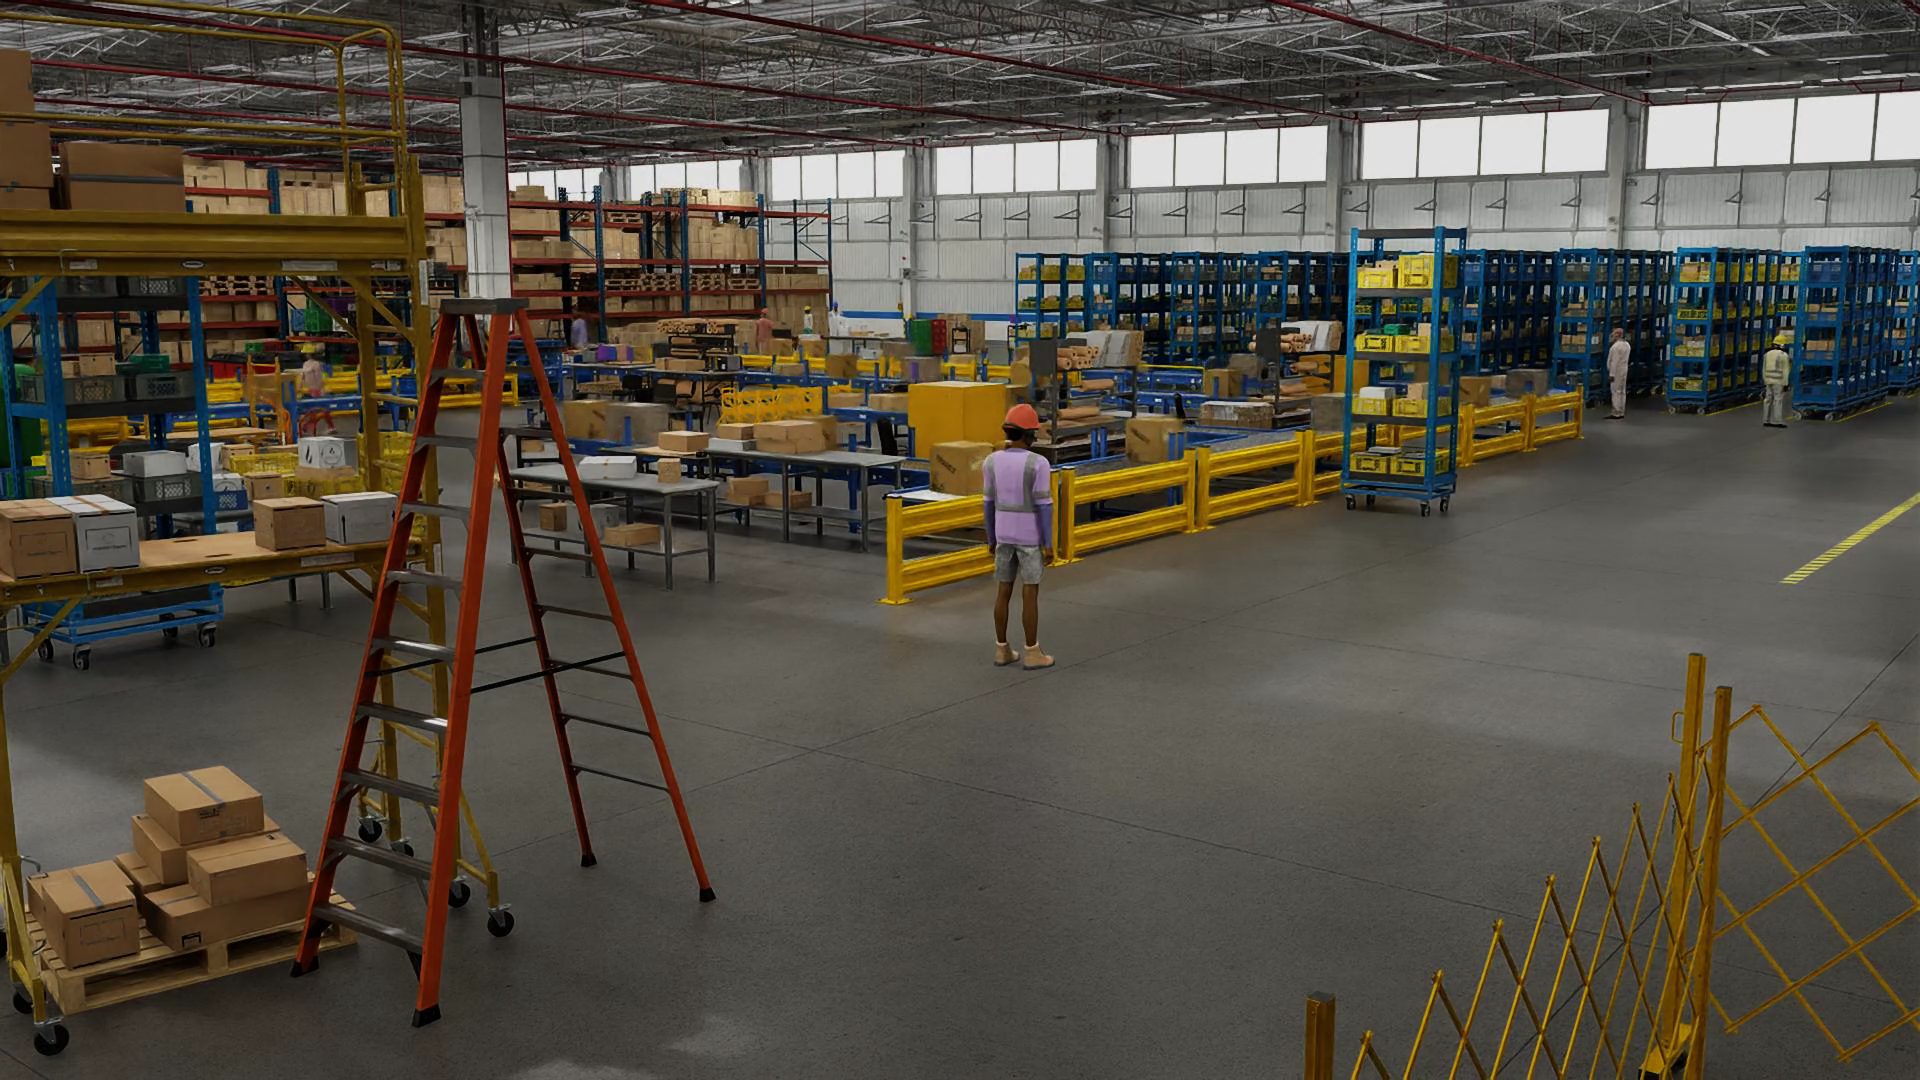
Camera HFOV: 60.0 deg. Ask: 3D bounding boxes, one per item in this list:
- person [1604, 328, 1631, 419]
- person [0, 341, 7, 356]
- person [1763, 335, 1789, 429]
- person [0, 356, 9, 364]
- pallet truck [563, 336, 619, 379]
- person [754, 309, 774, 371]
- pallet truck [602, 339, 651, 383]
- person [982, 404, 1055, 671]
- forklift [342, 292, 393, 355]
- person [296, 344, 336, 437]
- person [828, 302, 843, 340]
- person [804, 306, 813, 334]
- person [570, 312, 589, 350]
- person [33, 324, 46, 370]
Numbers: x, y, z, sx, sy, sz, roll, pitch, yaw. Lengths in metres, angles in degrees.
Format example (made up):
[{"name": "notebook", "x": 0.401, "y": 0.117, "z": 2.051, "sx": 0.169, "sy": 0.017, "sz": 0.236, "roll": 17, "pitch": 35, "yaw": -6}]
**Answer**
[{"name": "person", "x": 13.704, "y": -3.467, "z": 34.706, "sx": 0.404, "sy": 1.908, "sz": 0.636, "roll": 9, "pitch": 13, "yaw": 43}, {"name": "person", "x": -23.438, "y": -4.349, "z": 40.289, "sx": 0.646, "sy": 1.878, "sz": 0.802, "roll": -9, "pitch": 12, "yaw": -43}, {"name": "person", "x": 16.038, "y": -3.103, "z": 32.653, "sx": 0.404, "sy": 1.835, "sz": 0.587, "roll": -3, "pitch": 10, "yaw": -17}, {"name": "person", "x": -16.120, "y": -2.311, "z": 28.255, "sx": 0.538, "sy": 1.655, "sz": 0.882, "roll": 9, "pitch": 13, "yaw": 44}, {"name": "pallet truck", "x": -10.690, "y": -5.294, "z": 48.215, "sx": 1.601, "sy": 1.201, "sz": 0.680, "roll": -5, "pitch": 10, "yaw": -26}, {"name": "person", "x": -6.143, "y": -6.288, "z": 52.215, "sx": 0.617, "sy": 1.953, "sz": 1.043, "roll": -1, "pitch": 9, "yaw": -5}, {"name": "pallet truck", "x": -8.991, "y": -4.871, "z": 45.351, "sx": 0.653, "sy": 1.274, "sz": 1.630, "roll": 7, "pitch": 11, "yaw": 37}, {"name": "person", "x": 0.466, "y": -0.023, "z": 12.776, "sx": 0.605, "sy": 2.045, "sz": 0.377, "roll": 6, "pitch": 11, "yaw": 35}, {"name": "forklift", "x": -16.485, "y": -5.622, "z": 45.120, "sx": 1.129, "sy": 2.768, "sz": 1.873, "roll": 7, "pitch": 11, "yaw": 37}, {"name": "person", "x": -12.110, "y": -2.802, "z": 31.130, "sx": 0.895, "sy": 1.723, "sz": 0.531, "roll": -9, "pitch": 12, "yaw": -43}, {"name": "person", "x": -4.761, "y": -8.116, "z": 63.583, "sx": 0.602, "sy": 1.949, "sz": 0.390, "roll": -2, "pitch": 9, "yaw": -15}, {"name": "person", "x": -6.012, "y": -8.376, "z": 65.776, "sx": 0.312, "sy": 1.768, "sz": 0.522, "roll": -7, "pitch": 12, "yaw": -39}, {"name": "person", "x": -11.626, "y": -6.010, "z": 50.623, "sx": 0.547, "sy": 1.884, "sz": 0.709, "roll": 2, "pitch": 9, "yaw": 14}, {"name": "person", "x": -26.095, "y": -5.292, "z": 47.041, "sx": 0.523, "sy": 1.585, "sz": 0.825, "roll": 9, "pitch": 12, "yaw": 43}]
